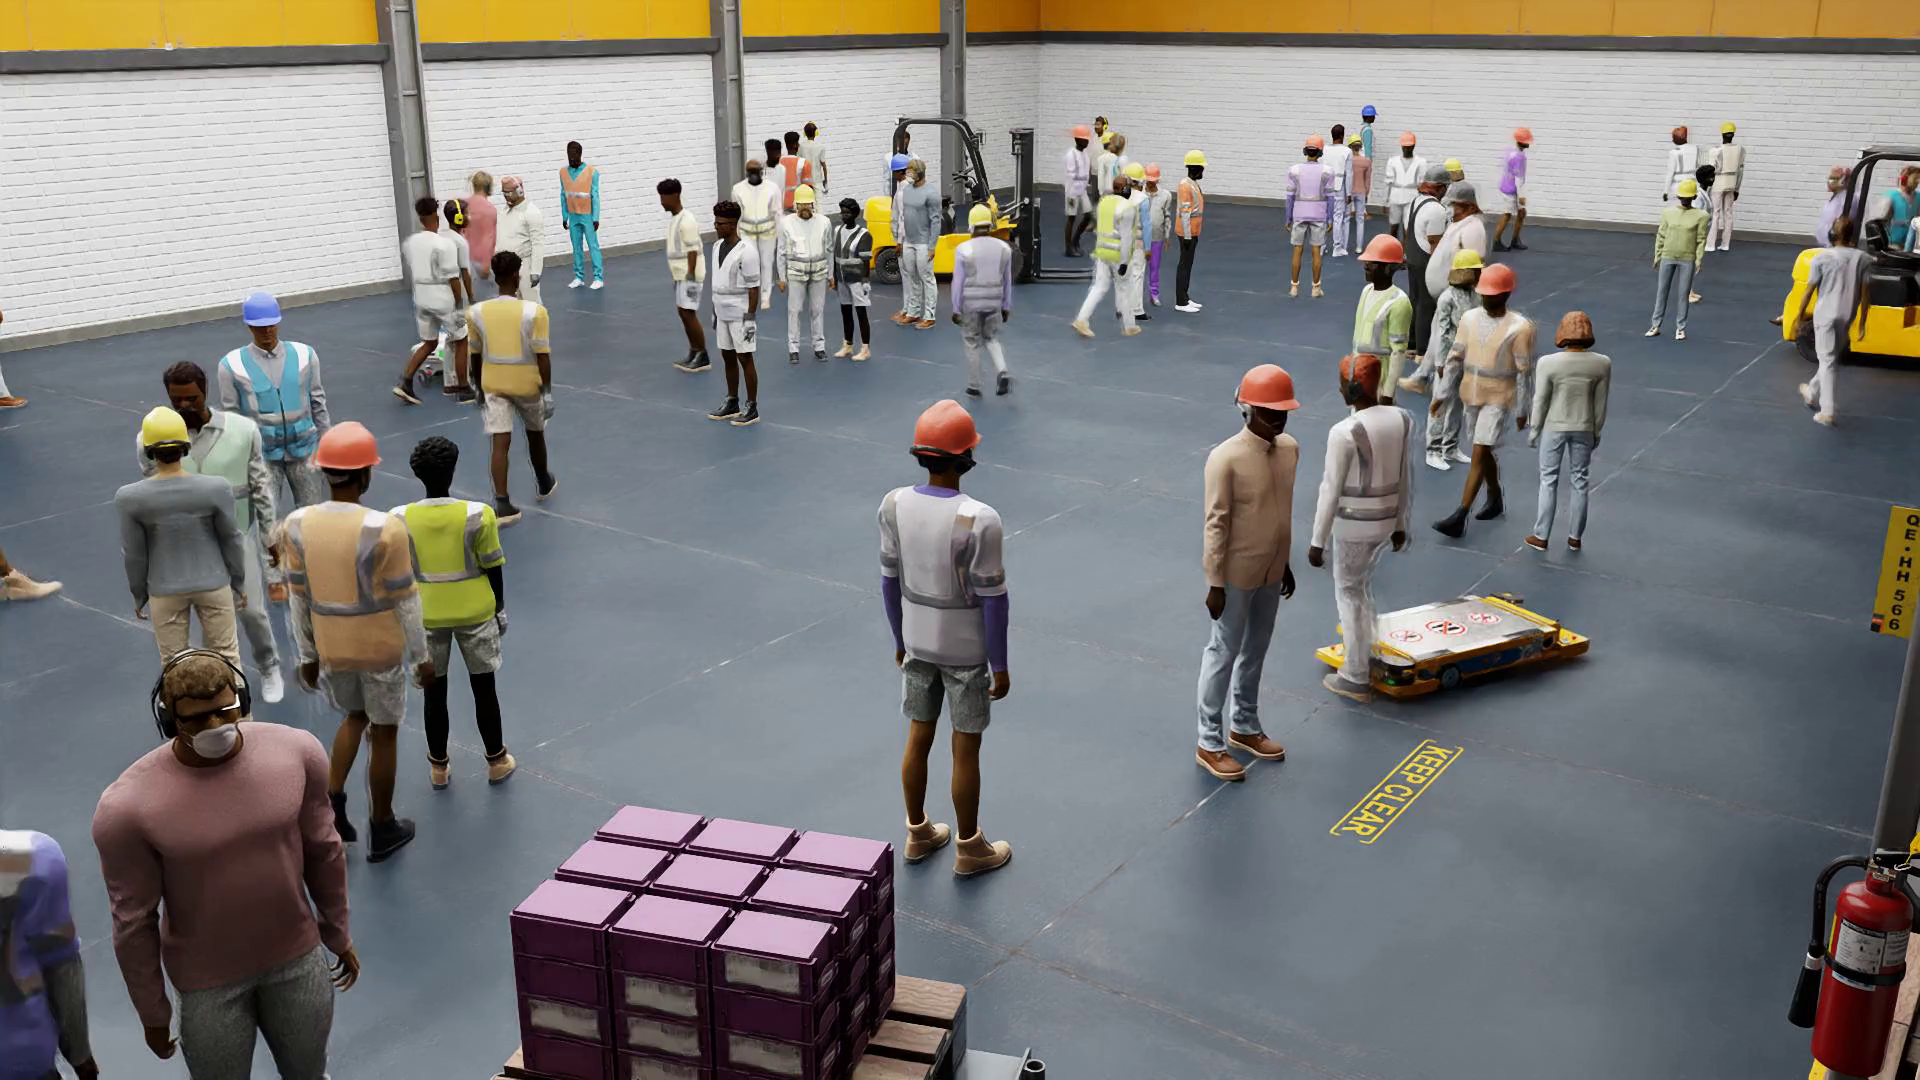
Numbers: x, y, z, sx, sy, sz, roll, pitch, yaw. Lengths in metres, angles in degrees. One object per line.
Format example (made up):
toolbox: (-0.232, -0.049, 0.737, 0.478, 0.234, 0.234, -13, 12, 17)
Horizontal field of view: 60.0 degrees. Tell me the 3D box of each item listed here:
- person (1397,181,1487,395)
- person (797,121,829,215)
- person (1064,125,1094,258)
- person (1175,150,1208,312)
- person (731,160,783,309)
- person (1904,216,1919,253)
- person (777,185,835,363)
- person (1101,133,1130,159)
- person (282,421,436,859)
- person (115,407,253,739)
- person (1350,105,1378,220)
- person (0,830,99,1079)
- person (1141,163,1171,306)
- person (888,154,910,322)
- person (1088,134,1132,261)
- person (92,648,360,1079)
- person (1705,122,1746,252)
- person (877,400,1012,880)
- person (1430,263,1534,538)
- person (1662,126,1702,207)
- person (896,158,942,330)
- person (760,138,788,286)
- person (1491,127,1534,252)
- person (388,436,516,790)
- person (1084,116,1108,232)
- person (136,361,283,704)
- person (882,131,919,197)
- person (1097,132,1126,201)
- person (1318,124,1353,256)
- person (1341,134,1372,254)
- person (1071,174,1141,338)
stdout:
person: (4.556, -2.393, 15.740, 0.900, 2.000, 0.704, 2, 18, 6)
person: (-2.304, -5.567, 25.940, 0.518, 1.876, 0.326, 2, 18, 7)
person: (1.730, -5.103, 24.405, 0.440, 1.918, 0.563, 14, 23, 37)
person: (2.790, -3.738, 20.132, 0.366, 1.927, 0.585, 5, 18, 14)
person: (-2.437, -3.640, 20.025, 0.629, 1.811, 0.865, -1, 18, -4)
person: (10.560, -2.955, 18.152, 0.308, 1.636, 0.524, -14, 23, -38)
person: (-1.581, -2.741, 17.165, 0.603, 1.830, 0.404, -6, 19, -17)
person: (2.502, -5.750, 26.902, 0.507, 1.631, 0.270, 7, 19, 20)
person: (-2.526, 0.447, 7.057, 0.556, 1.915, 0.426, 4, 18, 14)
person: (-3.695, 0.231, 7.973, 0.528, 1.772, 0.304, -8, 19, -24)
person: (7.037, -6.573, 28.965, 0.389, 1.949, 0.604, -2, 18, -5)
person: (-2.550, 1.348, 4.265, 0.550, 1.912, 0.751, -2, 18, -6)
person: (2.320, -3.737, 20.421, 0.560, 1.743, 0.337, -2, 18, -5)
person: (-0.636, -3.520, 19.434, 0.401, 1.938, 0.602, 4, 18, 11)
person: (2.230, -4.931, 24.048, 0.827, 1.812, 0.534, 2, 18, 7)
person: (-2.022, 1.199, 4.695, 0.630, 1.934, 0.367, -15, 23, -39)
person: (11.471, -5.308, 25.045, 0.591, 1.923, 0.381, -3, 18, -9)
person: (-0.047, 0.424, 6.921, 0.608, 2.048, 0.364, 12, 21, 33)
person: (3.643, -0.984, 11.595, 0.985, 1.885, 0.560, -14, 22, -37)
person: (11.025, -5.330, 25.245, 0.718, 1.847, 0.431, -6, 19, -17)
person: (-0.468, -3.380, 19.004, 0.371, 1.933, 0.627, -15, 23, -38)
person: (-2.439, -4.285, 21.830, 0.687, 1.934, 0.686, 13, 22, 36)
person: (8.326, -5.224, 24.869, 0.616, 1.874, 0.640, 9, 20, 26)
person: (-2.361, 0.350, 7.724, 0.533, 1.692, 0.319, -3, 18, -9)
person: (2.275, -5.965, 27.183, 0.328, 1.876, 0.514, -14, 22, -37)
person: (-3.829, -0.016, 8.562, 0.607, 1.887, 0.500, -6, 19, -17)
person: (-0.827, -4.809, 23.505, 0.587, 1.914, 0.391, -11, 21, -31)
person: (2.387, -5.462, 25.851, 0.520, 1.726, 0.818, -6, 19, -17)
person: (5.528, -5.170, 24.627, 0.589, 1.919, 0.393, 14, 22, 36)
person: (5.854, -5.147, 24.812, 0.522, 1.761, 0.321, -3, 18, -8)
person: (1.667, -3.145, 18.489, 0.857, 1.809, 0.629, -12, 21, -34)
